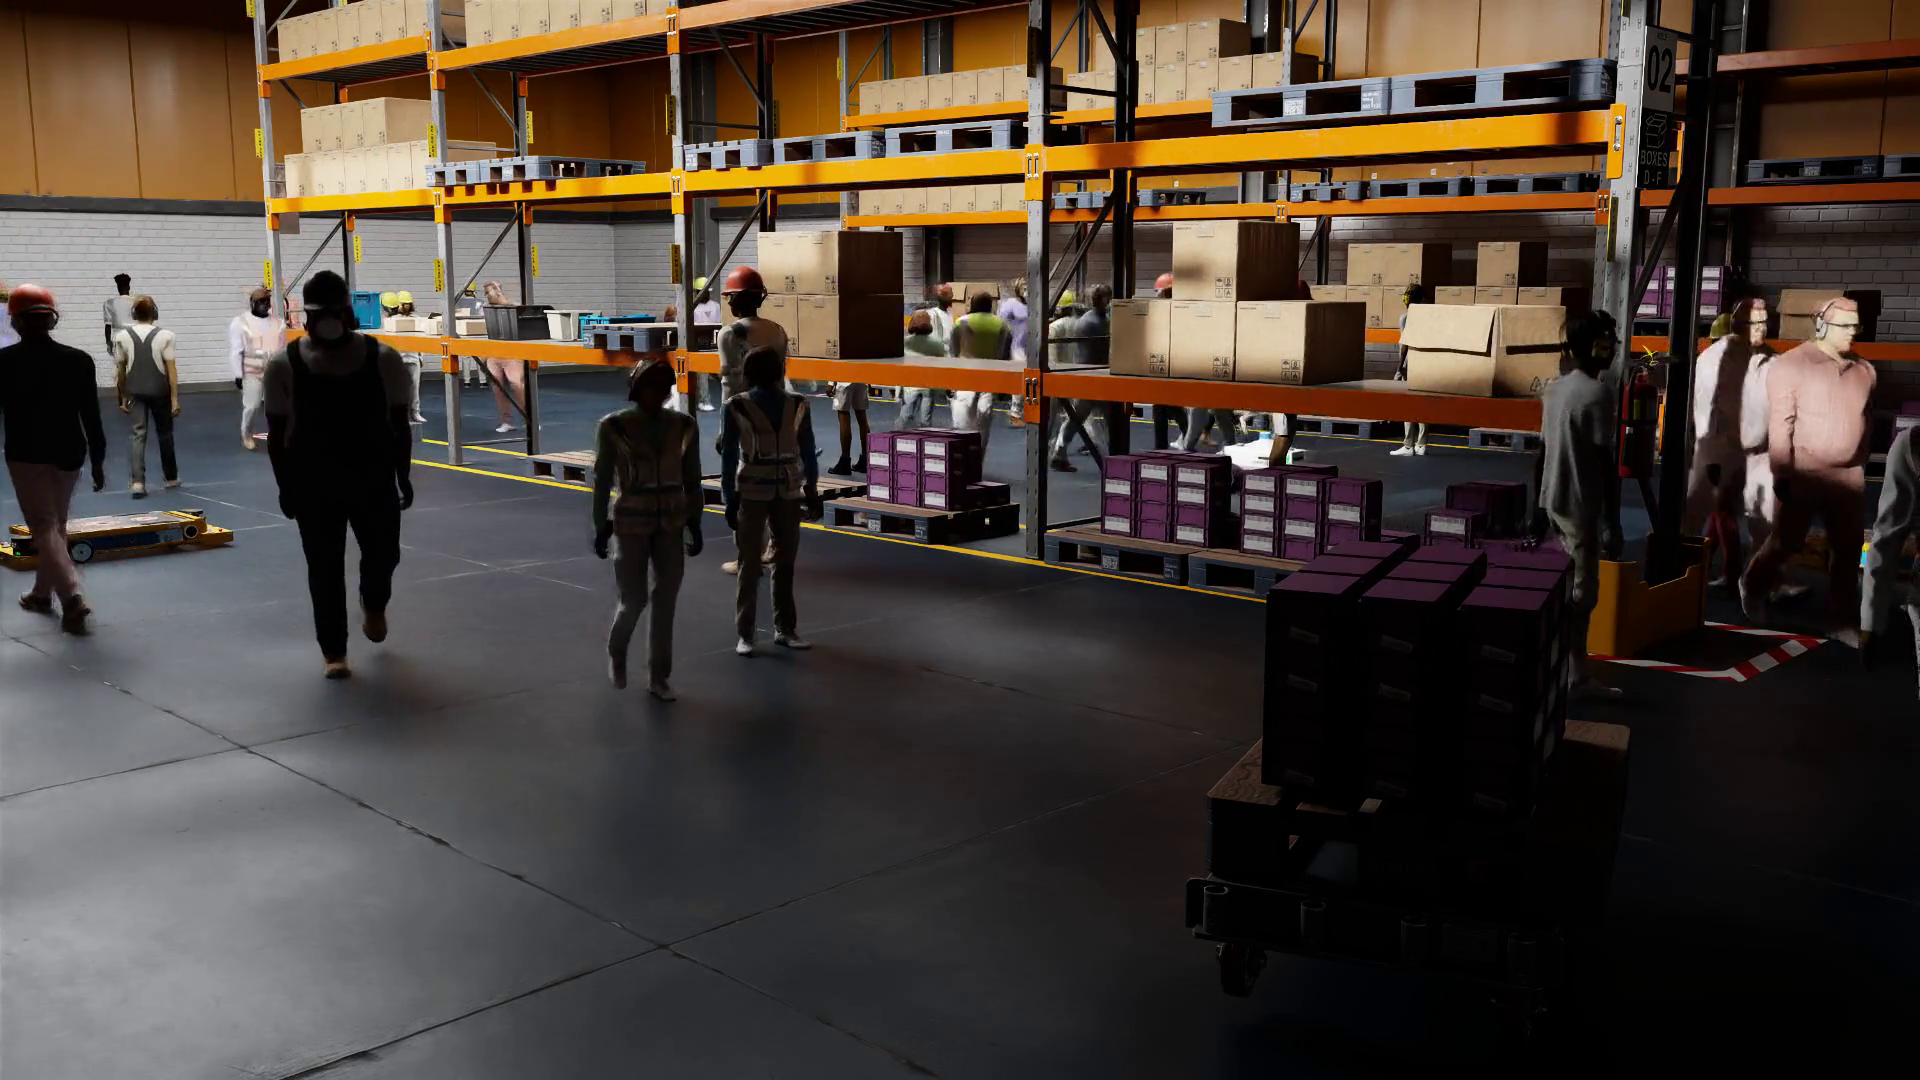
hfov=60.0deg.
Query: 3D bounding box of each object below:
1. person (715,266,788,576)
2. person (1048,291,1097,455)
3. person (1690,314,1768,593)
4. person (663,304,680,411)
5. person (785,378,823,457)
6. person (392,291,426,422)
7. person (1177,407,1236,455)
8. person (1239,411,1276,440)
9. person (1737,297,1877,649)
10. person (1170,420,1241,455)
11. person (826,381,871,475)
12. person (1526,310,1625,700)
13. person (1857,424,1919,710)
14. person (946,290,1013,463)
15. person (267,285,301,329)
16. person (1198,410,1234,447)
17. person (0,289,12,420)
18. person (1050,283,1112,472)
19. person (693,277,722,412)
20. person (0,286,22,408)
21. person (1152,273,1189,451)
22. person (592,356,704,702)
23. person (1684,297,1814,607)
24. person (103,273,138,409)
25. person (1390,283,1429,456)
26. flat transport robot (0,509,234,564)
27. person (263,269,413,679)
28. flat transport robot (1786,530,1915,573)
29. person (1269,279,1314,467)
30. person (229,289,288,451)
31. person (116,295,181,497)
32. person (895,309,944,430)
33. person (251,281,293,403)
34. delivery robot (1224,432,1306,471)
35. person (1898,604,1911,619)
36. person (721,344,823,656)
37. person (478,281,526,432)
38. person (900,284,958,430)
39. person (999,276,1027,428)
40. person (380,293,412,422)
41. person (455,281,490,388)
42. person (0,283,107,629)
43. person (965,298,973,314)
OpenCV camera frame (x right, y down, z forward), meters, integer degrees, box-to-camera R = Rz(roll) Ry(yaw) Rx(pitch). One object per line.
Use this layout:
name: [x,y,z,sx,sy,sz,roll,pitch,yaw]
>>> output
person: [-1.402,-0.781,10.996,0.392,2.041,0.615,6,11,33]
person: [1.156,-1.813,18.113,0.615,1.792,0.941,-8,12,-41]
person: [4.803,-0.566,10.612,0.536,1.731,0.777,-3,10,-17]
person: [-3.473,-2.053,20.122,0.673,1.609,0.503,6,11,35]
person: [-1.781,-1.721,17.486,0.983,1.808,0.529,8,12,41]
person: [-7.268,-2.393,21.819,0.484,1.737,0.339,-8,12,-40]
person: [2.423,-1.669,16.859,0.925,1.898,0.645,0,9,-1]
person: [3.602,-1.968,19.523,0.502,1.622,0.518,8,12,39]
person: [4.669,-0.385,9.099,0.647,1.877,0.832,-1,9,-7]
person: [2.720,-1.861,18.201,0.701,1.864,1.009,-9,13,-44]
person: [-1.096,-1.606,16.376,0.545,1.938,0.362,-8,12,-42]
person: [2.757,-0.132,7.644,0.714,1.840,0.512,-1,9,-7]
person: [3.142,0.265,5.179,0.607,1.835,0.962,6,11,34]
person: [0.201,-1.518,16.230,0.669,1.817,0.579,-3,10,-16]
person: [-9.850,-2.870,24.093,0.628,1.954,1.003,-2,9,-12]
person: [2.953,-1.850,18.719,0.590,1.666,0.591,3,10,19]
person: [-12.766,-2.545,22.226,0.720,1.920,0.549,-2,9,-10]
person: [1.312,-1.572,16.351,1.028,1.889,0.649,7,11,36]
person: [-3.566,-2.761,23.585,0.815,1.897,0.593,9,13,43]
person: [-13.911,-2.806,24.256,0.326,1.767,0.533,6,11,31]
person: [2.224,-1.832,17.659,0.615,1.979,0.494,-7,12,-38]
person: [-1.461,-0.048,7.776,0.515,1.622,0.376,-6,11,-32]
person: [4.701,-0.524,10.022,0.692,1.846,1.008,-3,10,-17]
person: [-12.047,-2.874,24.092,0.608,1.959,0.364,-4,10,-25]
person: [4.894,-1.833,17.994,0.523,1.863,0.317,-6,11,-34]
flat transport robot: [-6.031,-0.036,11.842,0.652,0.197,1.431,9,13,44]
person: [-3.107,-0.349,8.351,0.688,2.000,0.681,-4,10,-24]
flat transport robot: [6.282,0.096,11.032,0.652,0.197,1.431,-8,12,-41]
person: [2.773,-1.210,13.947,0.373,1.934,0.551,1,9,6]
person: [-7.639,-1.833,18.161,0.628,1.819,0.848,-8,12,-40]
person: [-7.294,-1.299,14.953,0.523,1.795,1.005,-2,10,-13]
person: [-0.404,-1.502,16.699,0.525,1.620,0.366,-2,10,-13]
person: [-10.430,-3.012,25.270,0.663,1.849,1.042,0,9,-2]
delivery robot: [2.734,-0.726,14.918,0.707,0.478,0.477,8,12,41]
person: [5.736,-0.458,9.133,0.603,2.010,0.935,-5,11,-30]
person: [-1.006,-0.211,8.776,0.544,1.631,0.328,-5,11,-30]
person: [-5.632,-2.259,20.624,0.744,1.872,0.443,2,9,13]
person: [-0.288,-2.213,20.401,0.971,1.850,0.572,7,11,35]
person: [0.817,-2.363,21.065,0.537,1.923,0.639,7,12,37]
person: [-7.176,-2.273,21.113,0.594,1.718,0.587,-2,9,-10]
person: [-8.279,-3.492,28.248,0.591,1.837,0.403,0,9,0]
person: [-5.212,-0.481,9.485,1.036,1.957,0.621,7,12,39]
person: [0.196,-2.589,23.366,0.516,1.631,0.336,-4,10,-25]
